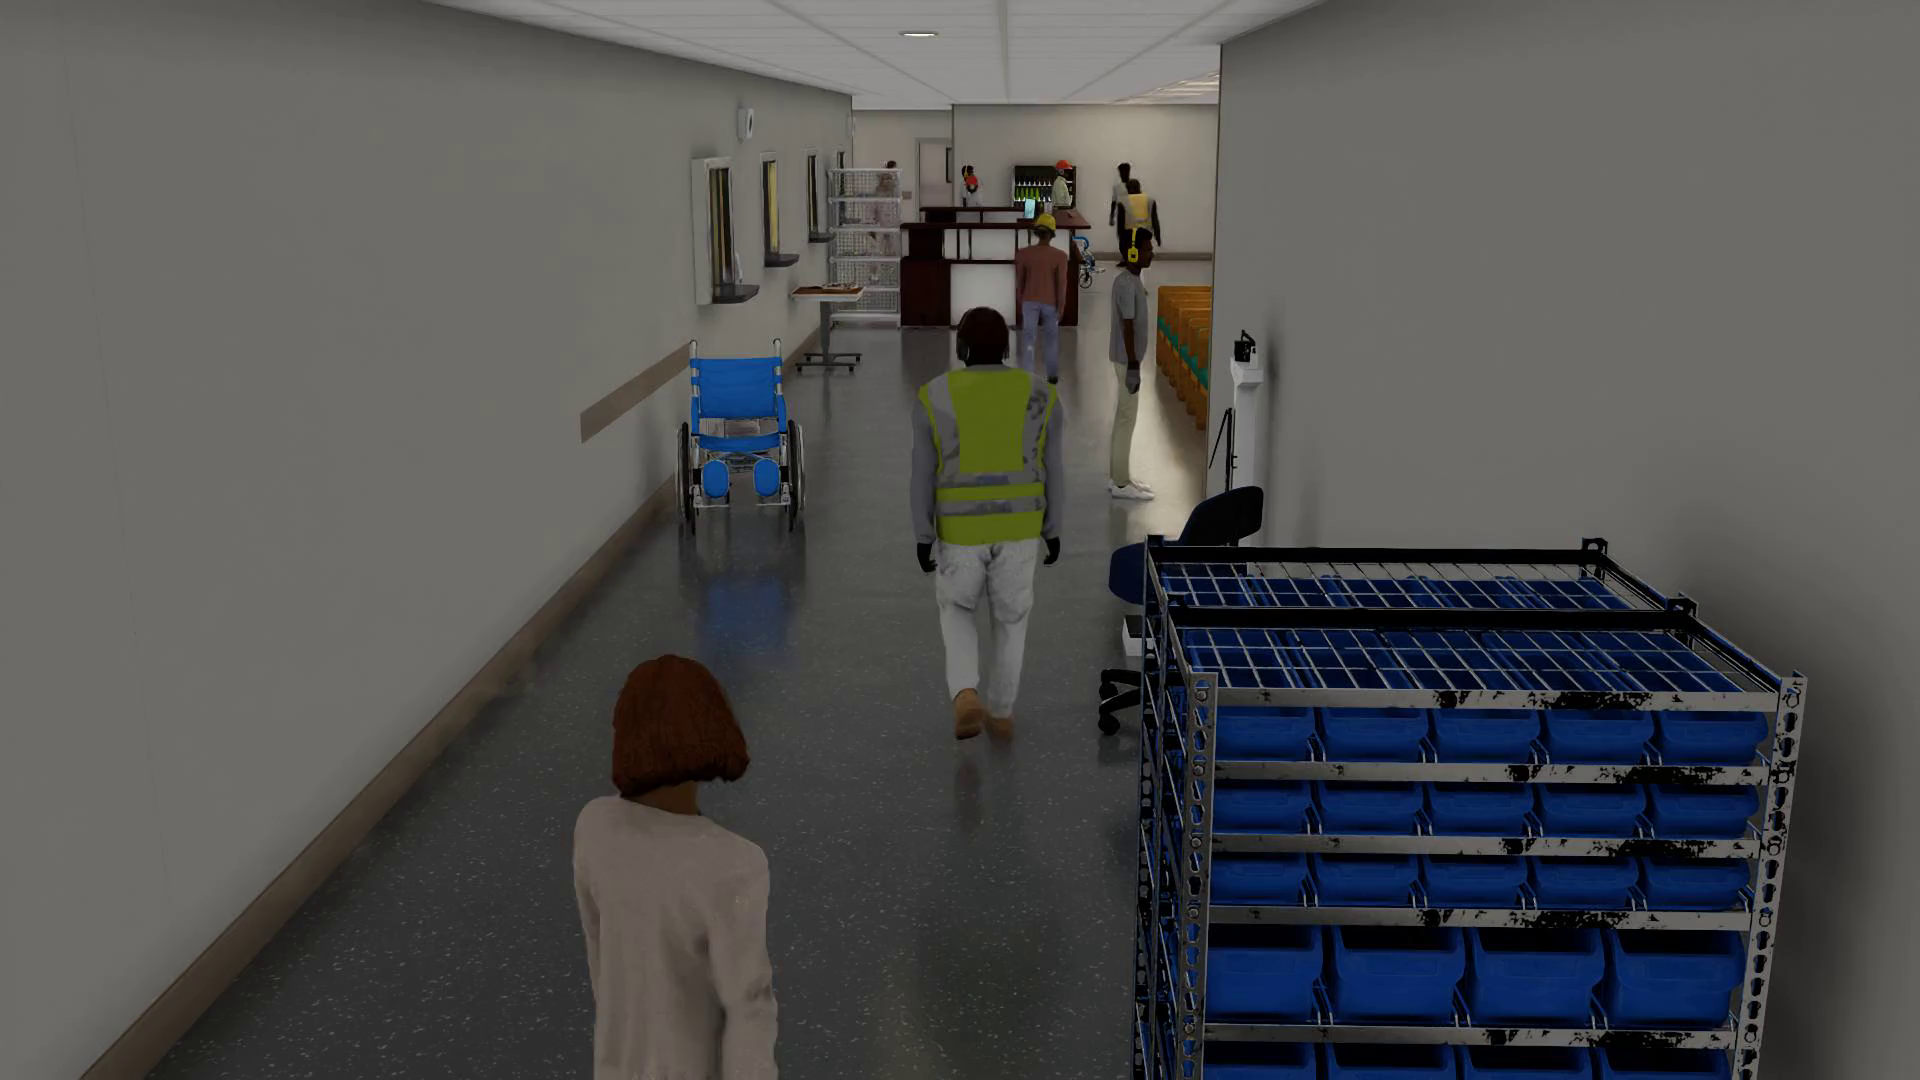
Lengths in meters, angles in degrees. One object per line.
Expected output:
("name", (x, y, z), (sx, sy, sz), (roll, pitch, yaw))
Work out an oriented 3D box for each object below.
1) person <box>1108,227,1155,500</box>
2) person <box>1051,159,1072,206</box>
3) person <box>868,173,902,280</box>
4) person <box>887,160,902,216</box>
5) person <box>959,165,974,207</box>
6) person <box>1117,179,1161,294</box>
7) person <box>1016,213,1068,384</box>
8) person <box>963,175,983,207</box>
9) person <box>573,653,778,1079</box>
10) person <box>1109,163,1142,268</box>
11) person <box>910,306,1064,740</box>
("person", (1.197, -1.220, 11.533), (0.326, 1.871, 0.520), (0, 14, 2))
("person", (1.869, -5.975, 30.571), (0.381, 1.994, 0.614), (0, 14, 2))
("person", (-1.248, -5.272, 28.020), (0.673, 1.851, 1.014), (-8, 16, -29))
("person", (-1.582, -7.958, 38.949), (0.444, 1.831, 0.547), (-5, 15, -21))
("person", (0.139, -6.167, 31.621), (0.326, 1.866, 0.520), (0, 14, 2))
("person", (2.809, -4.751, 26.058), (0.667, 1.795, 0.908), (-3, 14, -14))
("person", (0.800, -2.346, 16.399), (0.523, 1.726, 0.898), (2, 14, 10))
("person", (0.221, -5.566, 29.425), (0.373, 1.736, 0.592), (2, 14, 9))
("person", (-0.509, 1.002, 3.043), (0.550, 1.601, 0.386), (12, 18, 40))
("person", (3.152, -6.086, 31.142), (0.603, 1.945, 0.810), (12, 18, 40))
("person", (0.119, -0.033, 6.816), (0.642, 1.827, 0.546), (-1, 14, -5))
